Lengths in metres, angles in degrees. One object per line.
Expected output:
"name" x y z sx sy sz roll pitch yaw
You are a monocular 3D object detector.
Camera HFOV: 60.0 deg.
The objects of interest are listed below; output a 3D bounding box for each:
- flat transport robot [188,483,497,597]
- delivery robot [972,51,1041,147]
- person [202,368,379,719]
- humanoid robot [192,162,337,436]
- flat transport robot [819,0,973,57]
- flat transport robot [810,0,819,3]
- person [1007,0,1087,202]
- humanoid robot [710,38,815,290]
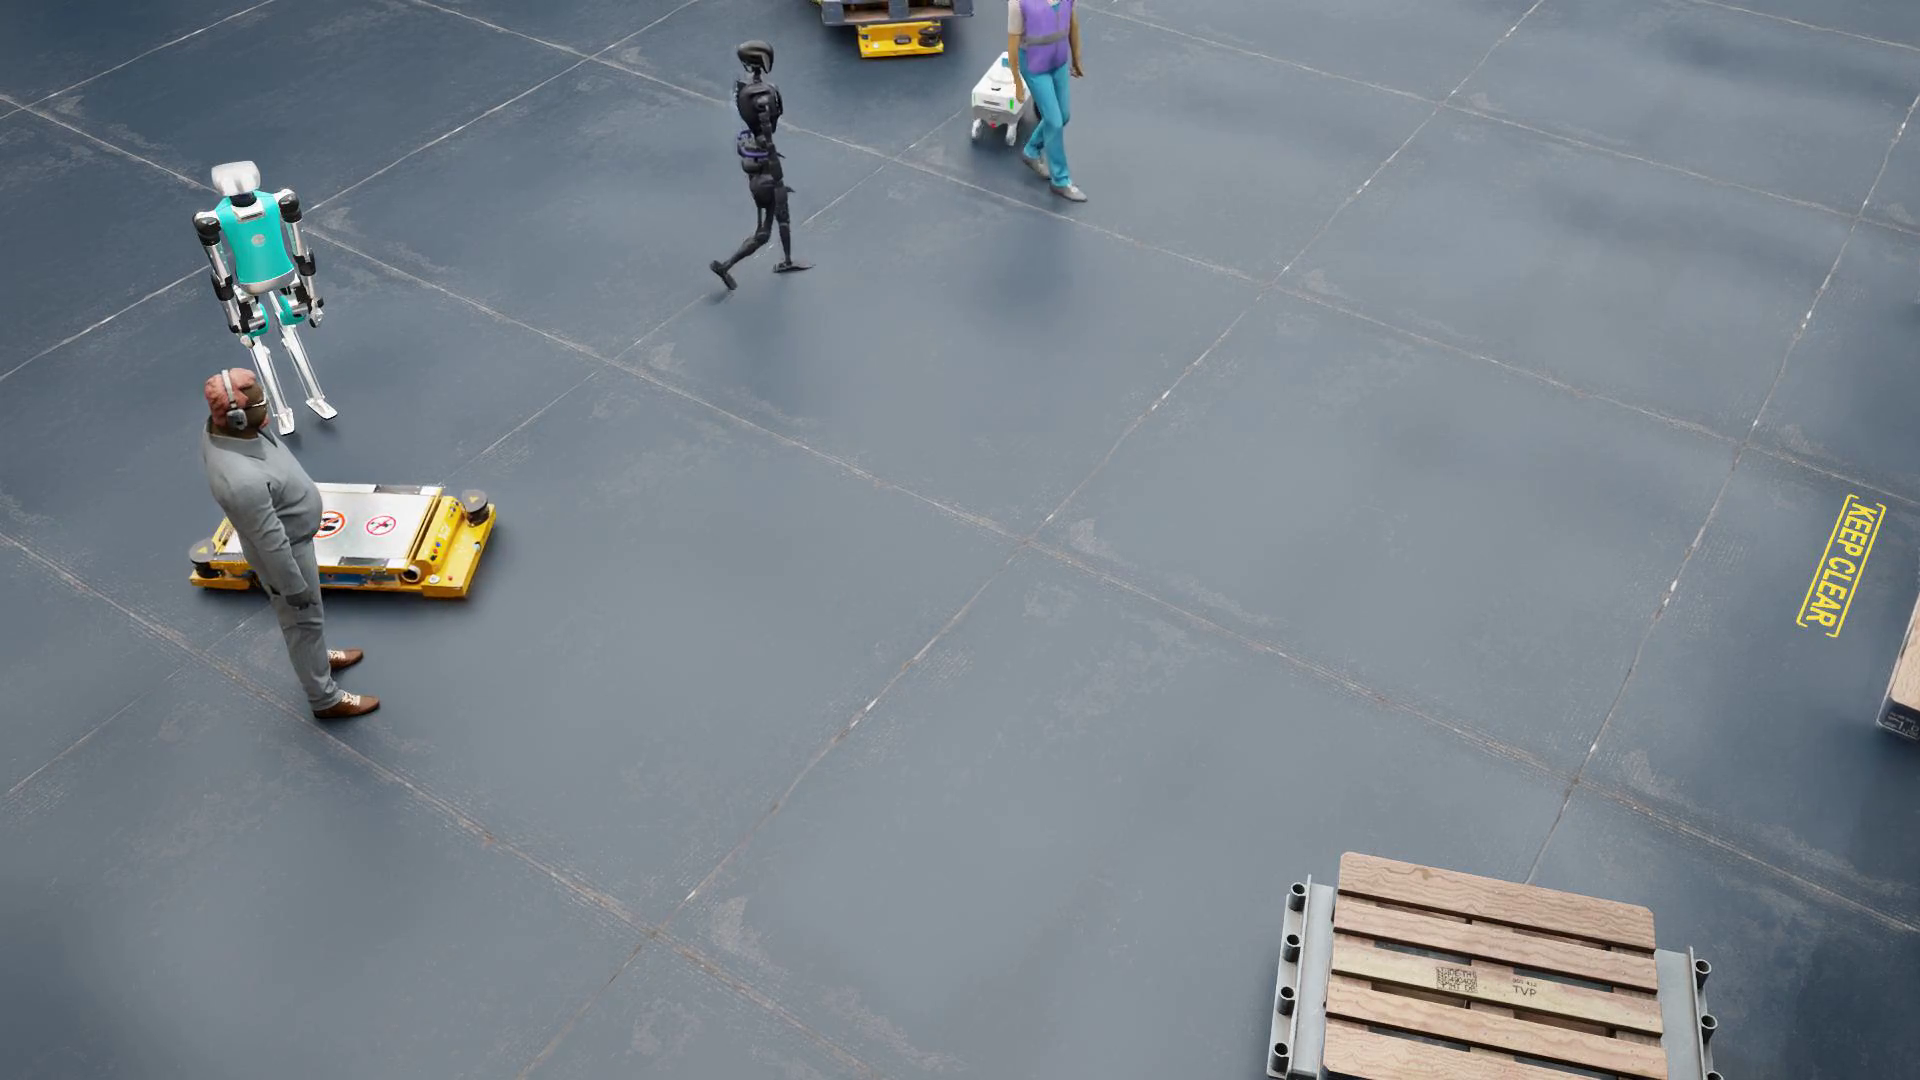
"flat transport robot" -3.249 -0.005 8.785 1.431 0.231 0.659 2 42 2
"delivery robot" 0.357 -3.308 12.264 0.499 0.591 0.768 14 44 15
"person" -3.048 0.022 7.528 0.410 1.904 0.654 -18 45 -19
"humanoid robot" -3.822 -1.383 9.127 0.533 1.674 0.735 -24 47 -25
"flat transport robot" -0.556 -4.367 13.666 0.659 0.231 1.431 -6 42 -6
"flat transport robot" -0.946 -5.031 14.409 0.659 0.231 1.431 34 52 32
"person" 0.620 -3.152 11.149 0.626 1.798 0.637 -33 51 -31
"humanoid robot" -1.291 -2.351 10.368 0.635 1.642 0.603 -9 43 -10
